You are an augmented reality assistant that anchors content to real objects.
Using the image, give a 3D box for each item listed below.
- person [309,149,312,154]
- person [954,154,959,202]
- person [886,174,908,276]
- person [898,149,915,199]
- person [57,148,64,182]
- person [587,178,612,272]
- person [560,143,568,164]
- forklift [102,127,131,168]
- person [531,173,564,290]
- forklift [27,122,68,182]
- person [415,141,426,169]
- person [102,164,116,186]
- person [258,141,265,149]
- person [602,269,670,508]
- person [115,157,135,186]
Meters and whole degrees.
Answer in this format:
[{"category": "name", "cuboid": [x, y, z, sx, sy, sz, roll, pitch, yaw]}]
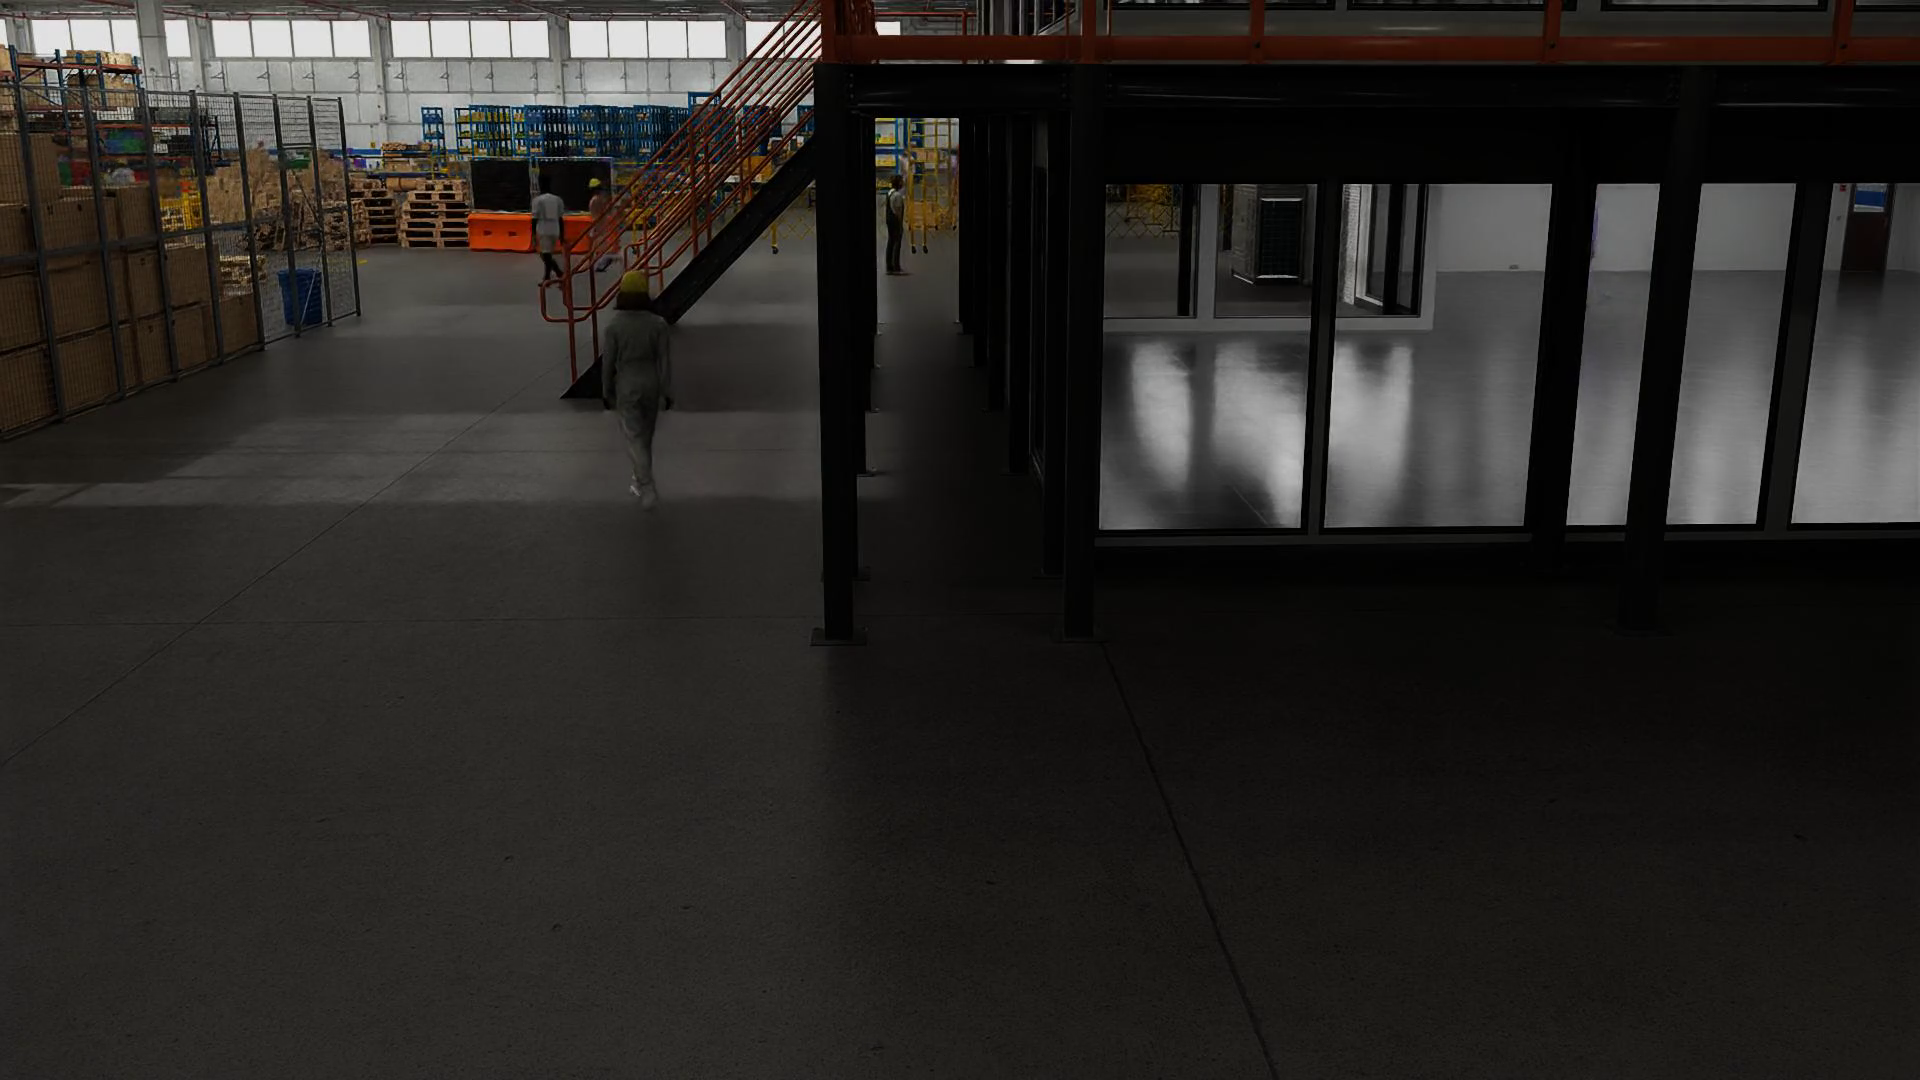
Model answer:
[{"category": "person", "cuboid": [-26.100, -14.906, 67.212, 0.648, 1.741, 0.555, -3, 14, -10]}, {"category": "person", "cuboid": [0.058, -13.144, 59.602, 0.614, 2.022, 0.422, -13, 19, -42]}, {"category": "person", "cuboid": [-1.185, -5.780, 30.533, 0.327, 1.844, 0.514, -8, 16, -28]}, {"category": "person", "cuboid": [-1.969, -13.527, 61.497, 0.664, 1.853, 1.010, -2, 14, -9]}, {"category": "person", "cuboid": [-33.531, -13.604, 61.731, 0.582, 1.869, 0.996, 10, 17, 34]}, {"category": "person", "cuboid": [-6.762, -5.885, 31.145, 0.431, 1.754, 0.530, 4, 15, 16]}, {"category": "person", "cuboid": [-20.200, -19.401, 85.038, 0.585, 1.816, 0.598, -1, 14, -2]}, {"category": "forklift", "cuboid": [-36.518, -16.871, 72.764, 1.873, 2.768, 1.129, -1, 14, -2]}, {"category": "person", "cuboid": [-6.865, -5.149, 27.828, 0.855, 1.937, 0.618, 11, 18, 36]}, {"category": "forklift", "cuboid": [-35.376, -14.773, 64.377, 1.129, 2.768, 1.873, -1, 14, -2]}, {"category": "person", "cuboid": [-26.999, -19.006, 83.219, 0.446, 1.927, 0.636, 13, 19, 42]}, {"category": "person", "cuboid": [-24.847, -10.219, 48.795, 0.505, 1.596, 0.837, 0, 14, 1]}, {"category": "person", "cuboid": [-33.534, -18.107, 79.586, 0.794, 1.963, 0.660, -14, 19, -43]}, {"category": "person", "cuboid": [-2.336, -1.107, 12.120, 0.493, 1.711, 0.810, -7, 16, -27]}, {"category": "person", "cuboid": [-23.545, -9.890, 47.009, 0.616, 1.819, 0.429, 1, 14, 4]}]
